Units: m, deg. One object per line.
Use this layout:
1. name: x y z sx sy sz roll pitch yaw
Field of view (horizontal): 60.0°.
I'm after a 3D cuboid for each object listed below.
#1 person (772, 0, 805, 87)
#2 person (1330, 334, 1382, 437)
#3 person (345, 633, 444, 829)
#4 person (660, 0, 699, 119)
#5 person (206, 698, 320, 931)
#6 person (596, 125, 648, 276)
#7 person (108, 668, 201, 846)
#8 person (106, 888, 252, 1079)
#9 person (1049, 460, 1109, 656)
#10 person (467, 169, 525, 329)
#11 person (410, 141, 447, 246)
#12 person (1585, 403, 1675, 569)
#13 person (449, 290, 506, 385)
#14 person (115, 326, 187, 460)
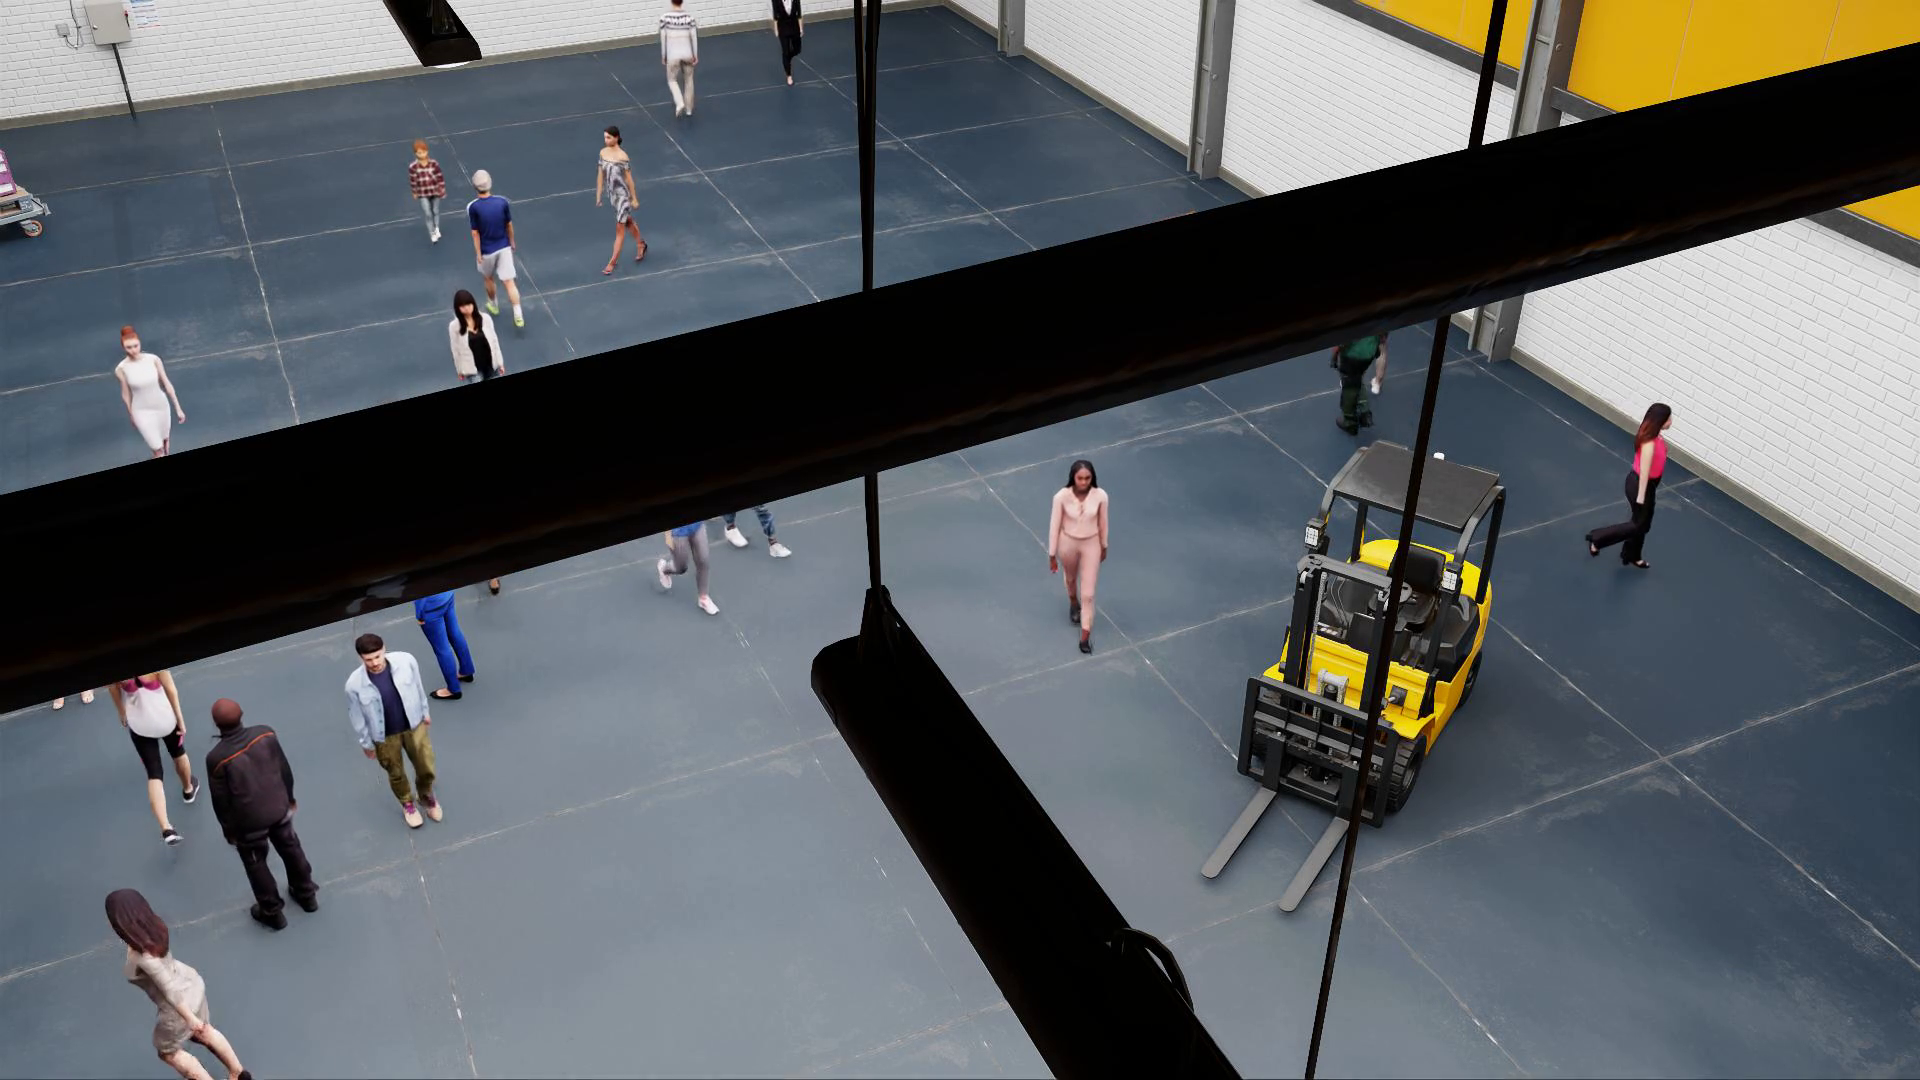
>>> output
1. person: -2.681 -7.962 25.937 0.639 1.642 0.920 -11 35 -16
2. person: 3.997 -1.810 16.521 0.741 1.819 0.716 -16 37 -22
3. person: -4.034 1.314 11.850 0.726 1.786 0.693 -20 38 -27
4. person: -4.120 -7.112 24.483 0.748 1.835 0.824 -10 35 -15
5. person: -4.652 1.821 11.067 0.774 1.810 0.784 23 40 31
6. person: -4.029 -4.126 20.046 1.122 1.775 1.052 20 38 27
7. person: -5.737 1.374 11.788 0.735 1.756 1.161 -9 35 -13
8. person: -4.534 2.732 9.795 0.721 1.700 0.650 -15 37 -22
9. person: 0.980 0.051 13.851 0.979 1.676 1.232 0 34 1
10. person: -5.185 -3.210 18.651 0.726 1.794 1.212 -17 37 -24
11. person: -6.682 -4.397 20.899 0.548 1.281 0.817 -13 36 -19
12. person: 5.932 -0.458 14.643 0.933 1.646 0.859 14 36 19
13. person: -4.827 -1.775 16.654 0.703 1.614 0.961 -19 38 -26
14. person: -7.639 -1.227 15.699 0.763 1.758 1.075 -25 41 -33
